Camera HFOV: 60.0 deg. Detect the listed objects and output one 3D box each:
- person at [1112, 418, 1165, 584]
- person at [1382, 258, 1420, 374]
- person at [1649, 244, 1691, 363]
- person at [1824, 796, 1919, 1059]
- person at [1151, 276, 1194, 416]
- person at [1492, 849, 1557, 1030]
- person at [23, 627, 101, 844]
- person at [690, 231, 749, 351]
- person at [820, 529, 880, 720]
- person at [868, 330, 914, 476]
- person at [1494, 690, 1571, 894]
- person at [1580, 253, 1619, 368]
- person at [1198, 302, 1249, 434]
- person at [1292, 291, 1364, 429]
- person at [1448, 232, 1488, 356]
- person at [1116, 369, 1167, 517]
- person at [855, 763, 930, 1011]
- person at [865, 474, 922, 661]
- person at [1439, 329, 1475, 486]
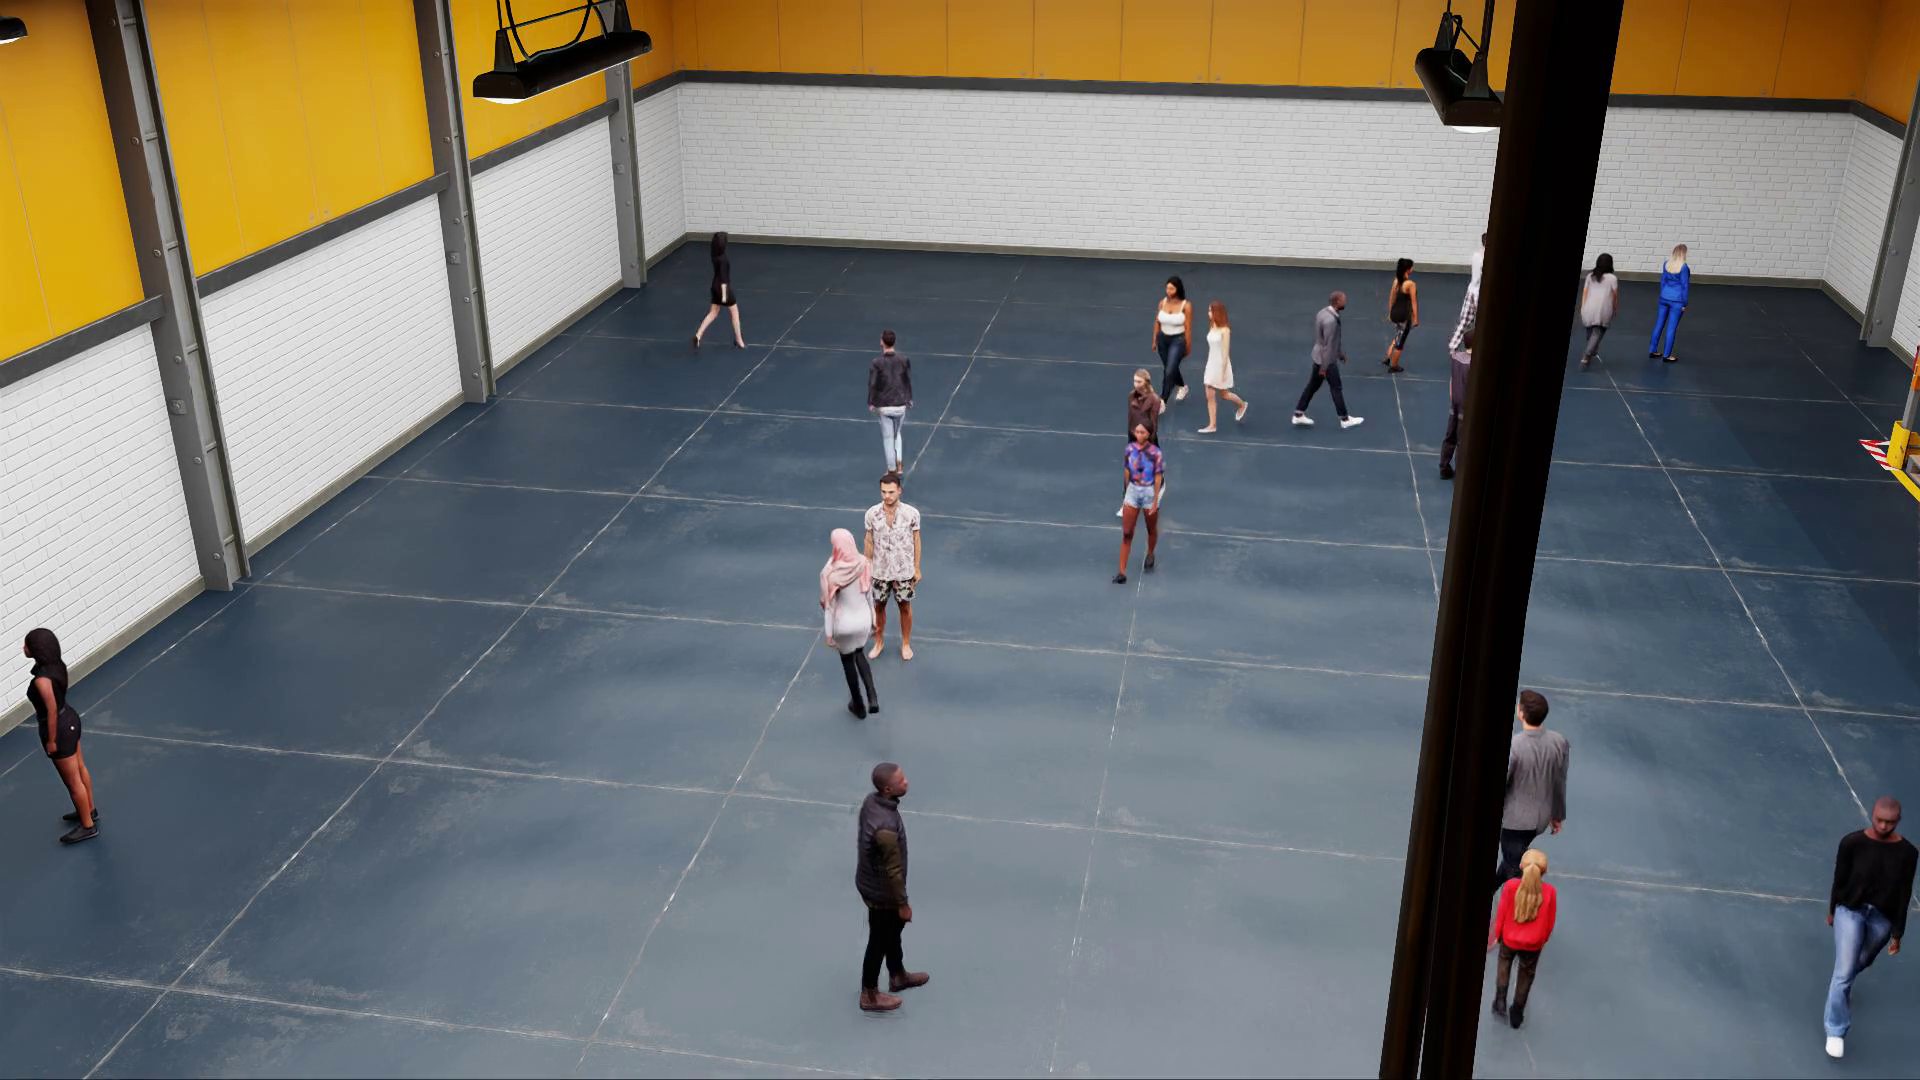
[{"bbox_3d":[1.903,-0.418,16.977,0.771,1.688,1.206,10,25,21],"label":"person"},{"bbox_3d":[6.106,-3.119,23.201,0.770,1.653,0.695,-10,25,-21],"label":"person"},{"bbox_3d":[10.175,-3.404,23.794,0.769,1.700,0.678,-11,26,-24],"label":"person"},{"bbox_3d":[5.765,2.361,10.580,0.739,1.720,1.165,9,25,19],"label":"person"},{"bbox_3d":[2.834,-2.573,21.811,1.034,1.765,1.286,18,29,35],"label":"person"},{"bbox_3d":[3.598,2.575,10.646,0.537,1.275,0.544,9,25,20],"label":"person"},{"bbox_3d":[-6.826,1.456,12.624,0.732,1.741,0.627,-9,25,-20],"label":"person"},{"bbox_3d":[-3.534,-3.546,24.033,1.109,1.768,1.065,-15,28,-31],"label":"person"},{"bbox_3d":[-0.890,0.777,14.126,0.864,1.784,0.924,-12,26,-25],"label":"person"},{"bbox_3d":[-0.766,-1.526,19.343,0.776,1.825,0.796,-10,26,-22],"label":"person"},{"bbox_3d":[3.899,1.967,11.371,1.061,1.809,1.309,-7,25,-16],"label":"person"},{"bbox_3d":[9.011,-3.230,23.548,1.130,1.579,0.998,-21,31,-39],"label":"person"},{"bbox_3d":[3.344,-2.179,21.014,0.964,1.681,0.990,-11,26,-24],"label":"person"},{"bbox_3d":[4.542,-2.258,21.098,0.885,1.760,1.095,1,24,1],"label":"person"},{"bbox_3d":[7.371,-3.483,23.859,1.108,1.794,1.180,-9,25,-21],"label":"person"},{"bbox_3d":[2.103,-1.104,18.570,0.903,1.671,1.139,17,29,33],"label":"person"},{"bbox_3d":[-0.543,2.235,10.733,0.882,1.829,0.781,-3,24,-8],"label":"person"},{"bbox_3d":[-0.619,0.232,15.335,0.690,1.814,0.577,2,24,4],"label":"person"},{"bbox_3d":[5.870,-1.553,19.374,0.793,1.848,0.679,-8,25,-17],"label":"person"}]
